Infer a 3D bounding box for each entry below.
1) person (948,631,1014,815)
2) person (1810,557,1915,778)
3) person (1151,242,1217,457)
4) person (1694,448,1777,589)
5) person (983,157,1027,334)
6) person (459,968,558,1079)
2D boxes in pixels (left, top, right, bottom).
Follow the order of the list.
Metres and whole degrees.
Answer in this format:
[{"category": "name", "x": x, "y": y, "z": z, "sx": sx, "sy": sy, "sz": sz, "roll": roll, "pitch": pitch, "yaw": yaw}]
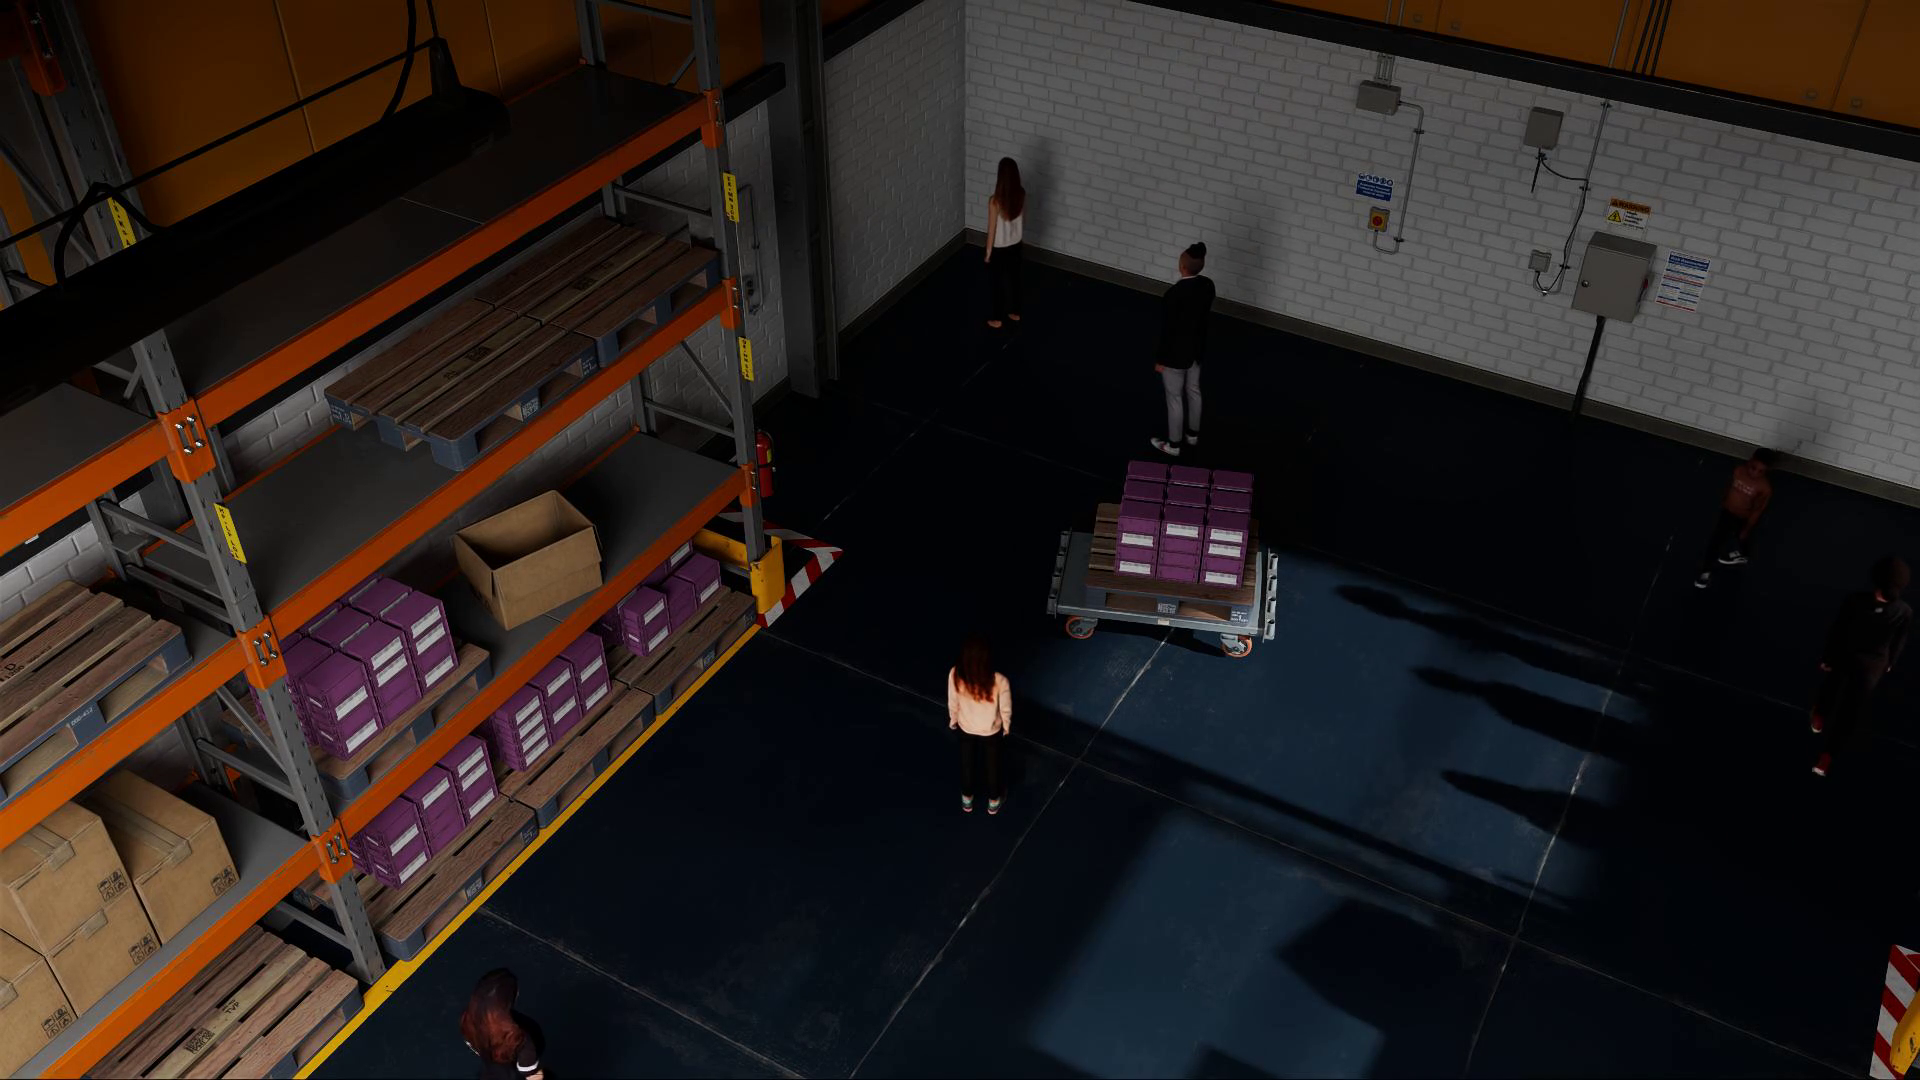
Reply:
[{"category": "person", "x": 0.125, "y": 1.173, "z": 10.603, "sx": 0.624, "sy": 1.483, "sz": 0.603, "roll": 9, "pitch": 39, "yaw": 10}, {"category": "person", "x": 5.874, "y": 0.845, "z": 10.888, "sx": 0.624, "sy": 1.639, "sz": 1.084, "roll": 23, "pitch": 44, "yaw": 26}, {"category": "person", "x": 1.849, "y": -1.584, "z": 13.682, "sx": 0.674, "sy": 1.949, "sz": 0.841, "roll": -27, "pitch": 46, "yaw": -29}, {"category": "person", "x": 5.927, "y": -0.219, "z": 12.563, "sx": 0.980, "sy": 1.212, "sz": 0.797, "roll": -18, "pitch": 42, "yaw": -21}, {"category": "person", "x": 0.433, "y": -2.706, "z": 15.268, "sx": 0.588, "sy": 1.722, "sz": 0.717, "roll": -23, "pitch": 44, "yaw": -26}, {"category": "person", "x": -2.316, "y": 2.827, "z": 8.430, "sx": 0.713, "sy": 1.610, "sz": 0.946, "roll": 12, "pitch": 40, "yaw": 14}]
